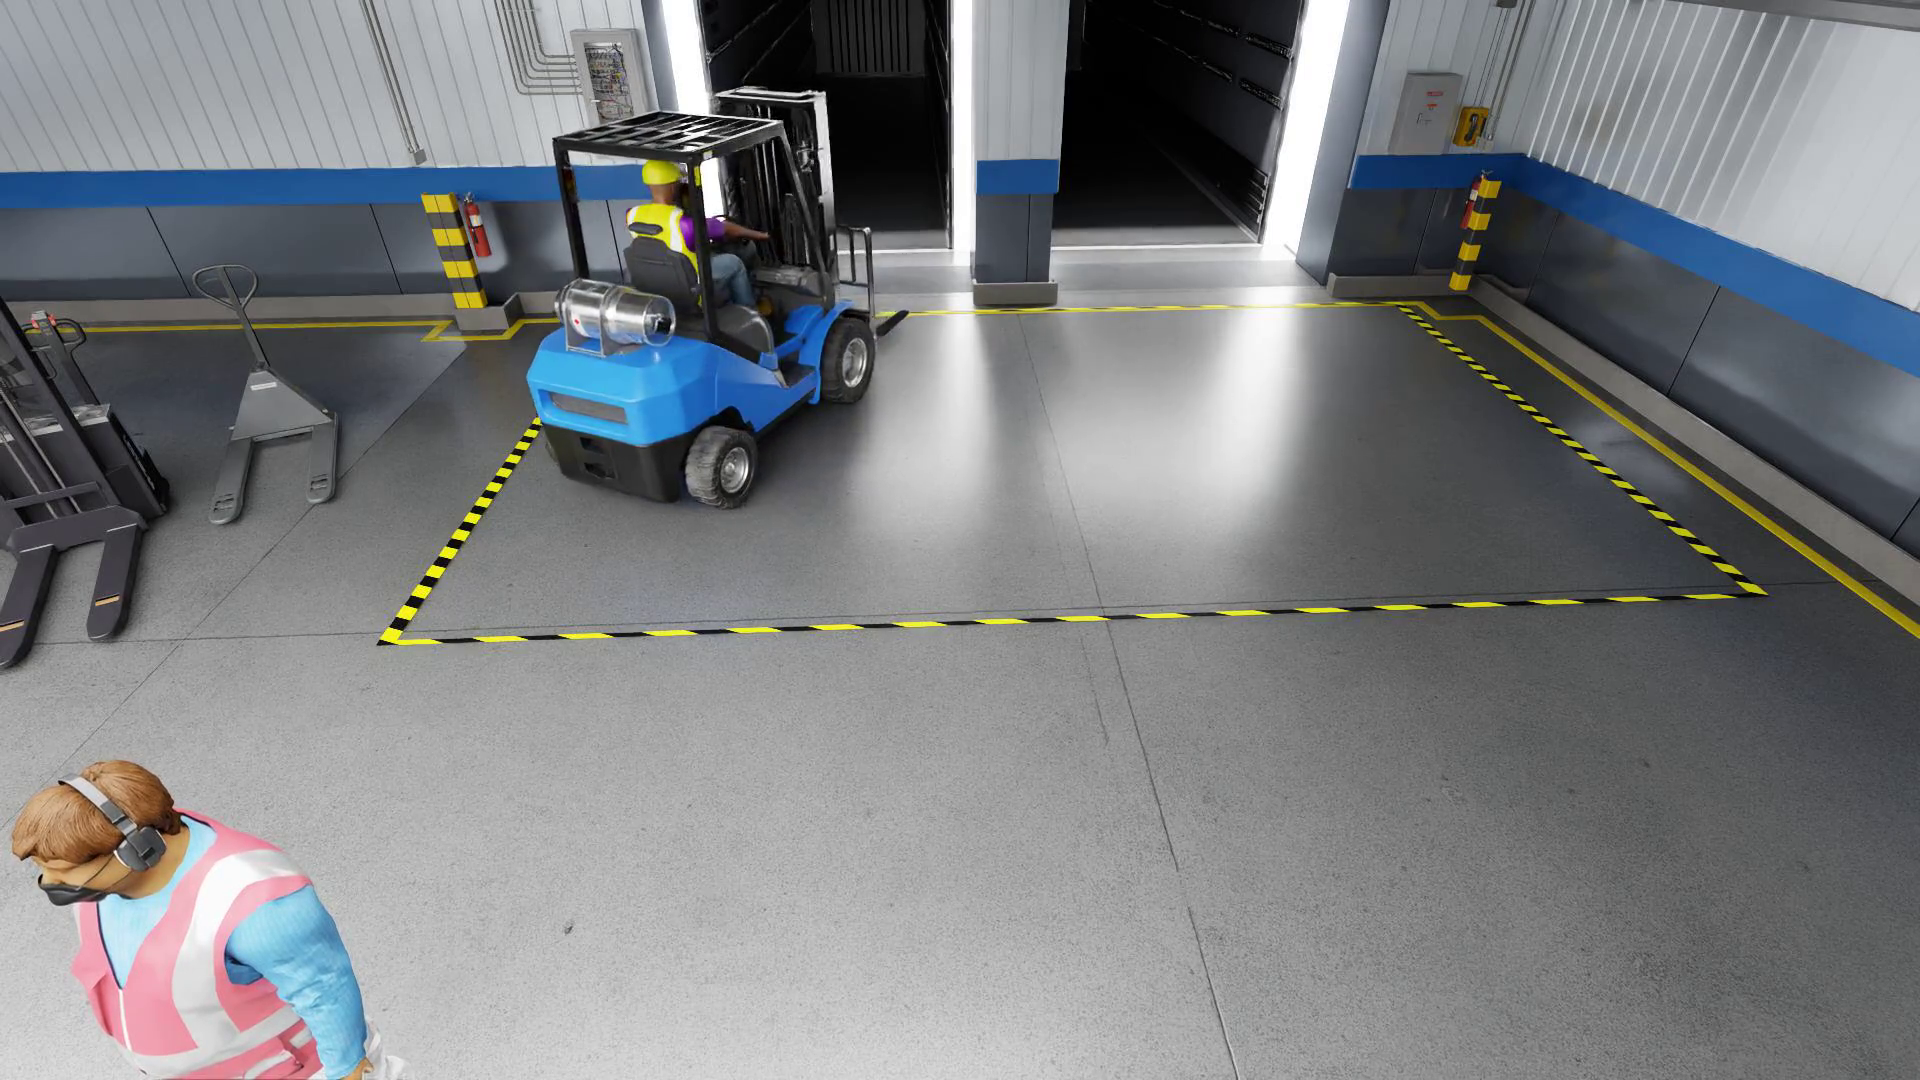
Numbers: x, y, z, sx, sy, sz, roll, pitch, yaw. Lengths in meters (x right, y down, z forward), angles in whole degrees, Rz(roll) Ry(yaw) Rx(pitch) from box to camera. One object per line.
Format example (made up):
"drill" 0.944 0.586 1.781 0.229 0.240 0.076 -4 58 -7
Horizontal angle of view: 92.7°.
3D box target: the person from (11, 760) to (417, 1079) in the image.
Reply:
"person" -1.773 1.241 2.342 0.621 1.844 0.429 11 36 16

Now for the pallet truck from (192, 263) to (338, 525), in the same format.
"pallet truck" -4.778 -1.027 6.128 0.680 1.201 1.601 -17 38 -23

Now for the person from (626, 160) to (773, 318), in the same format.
"person" -1.686 -1.969 6.180 0.635 1.294 1.004 14 37 19

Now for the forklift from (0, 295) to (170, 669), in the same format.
"forklift" -5.212 -0.618 4.878 0.823 1.965 1.885 -20 39 -26

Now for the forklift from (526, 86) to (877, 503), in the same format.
"forklift" -1.717 -1.786 6.245 1.157 2.036 2.680 14 37 19
